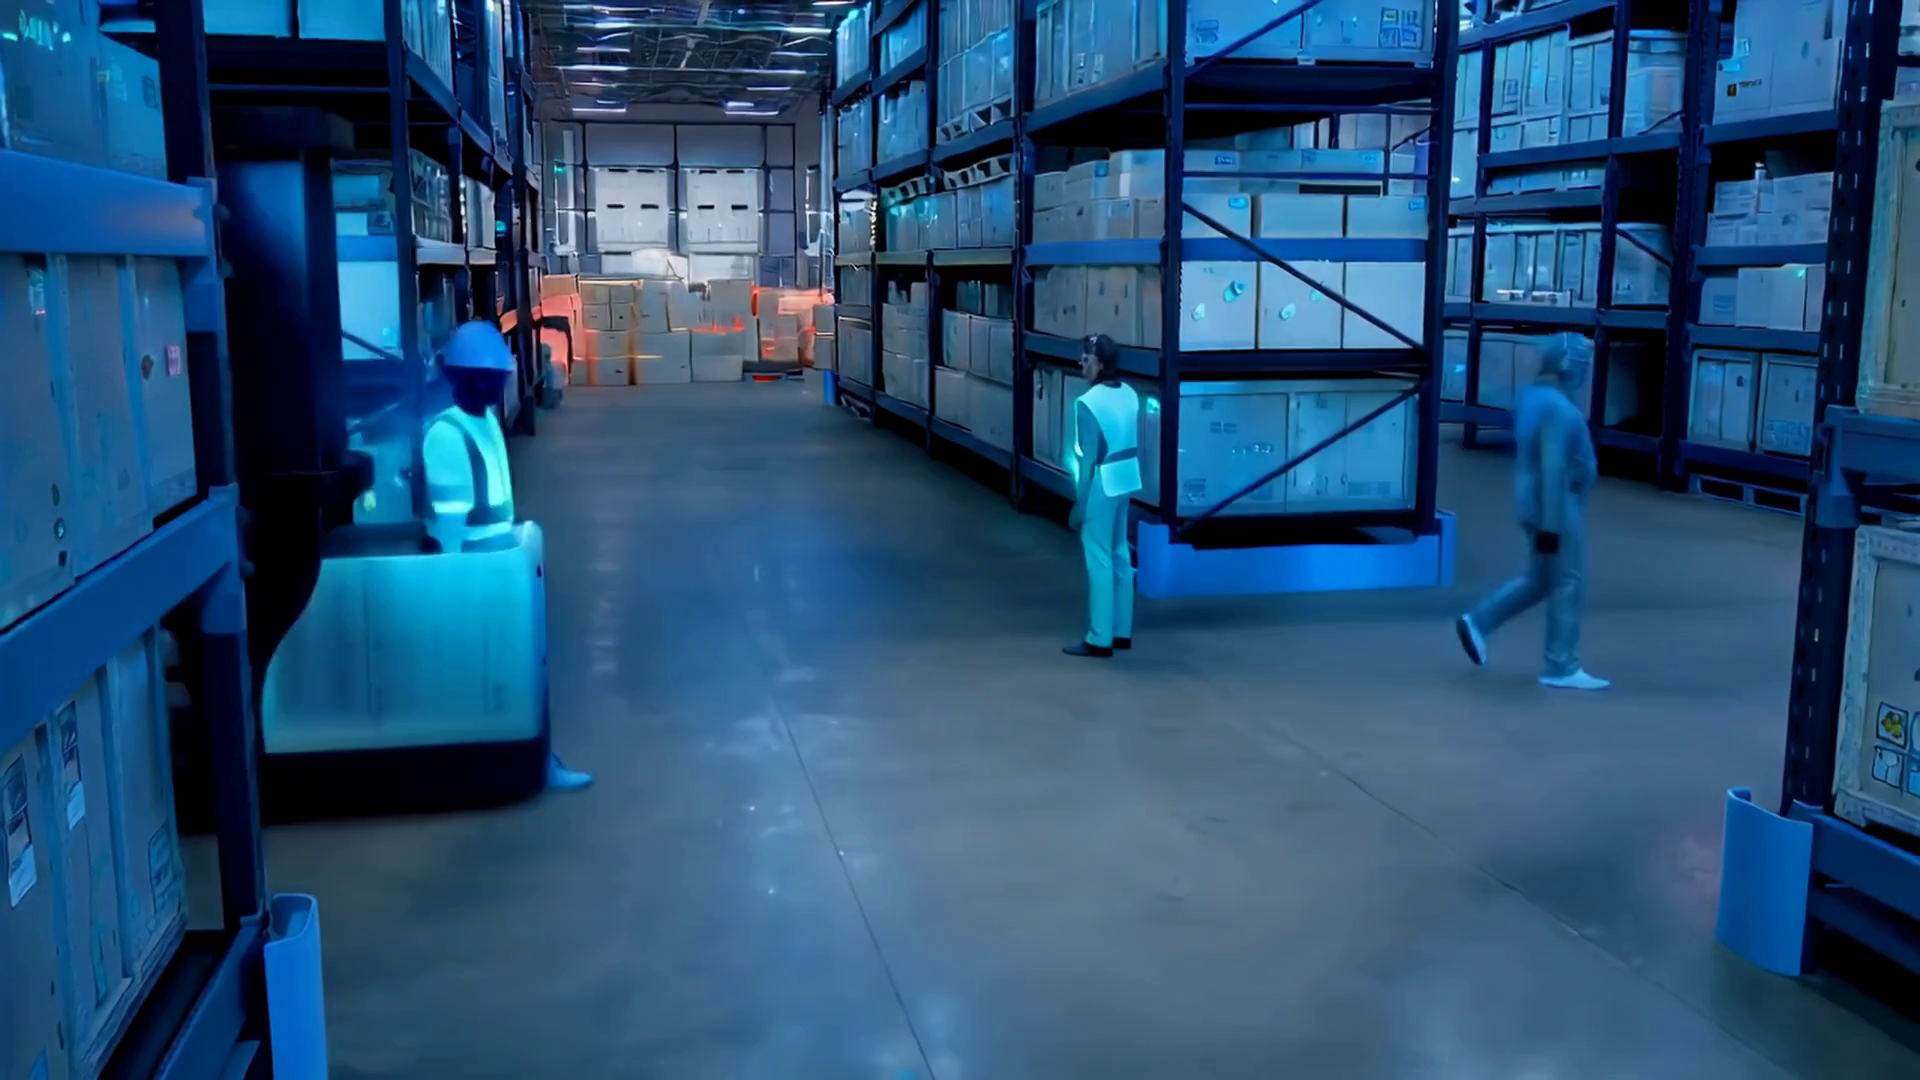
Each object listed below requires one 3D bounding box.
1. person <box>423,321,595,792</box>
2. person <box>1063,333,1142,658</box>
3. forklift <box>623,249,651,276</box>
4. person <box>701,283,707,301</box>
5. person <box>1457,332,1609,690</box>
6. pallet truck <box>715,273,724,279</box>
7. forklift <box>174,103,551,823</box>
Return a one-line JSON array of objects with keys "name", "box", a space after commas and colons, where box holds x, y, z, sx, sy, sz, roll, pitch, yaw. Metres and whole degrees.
[{"name": "person", "box": [-2.094, 0.097, 6.911, 0.983, 2.012, 0.621, 0, 9, 3]}, {"name": "person", "box": [0.826, -0.249, 9.481, 0.388, 1.847, 0.563, 6, 11, 33]}, {"name": "forklift", "box": [-11.048, -8.569, 57.054, 1.129, 2.768, 1.873, -8, 12, -39]}, {"name": "person", "box": [-9.188, -8.449, 60.094, 0.307, 1.640, 0.518, 1, 9, 8]}, {"name": "person", "box": [3.069, -0.151, 8.746, 0.671, 1.891, 0.657, 1, 9, 6]}, {"name": "pallet truck", "box": [-8.580, -8.986, 62.280, 1.885, 1.965, 0.823, 1, 9, 5]}, {"name": "forklift", "box": [-2.711, -0.332, 6.849, 1.873, 2.768, 1.129, -2, 10, -12]}]
